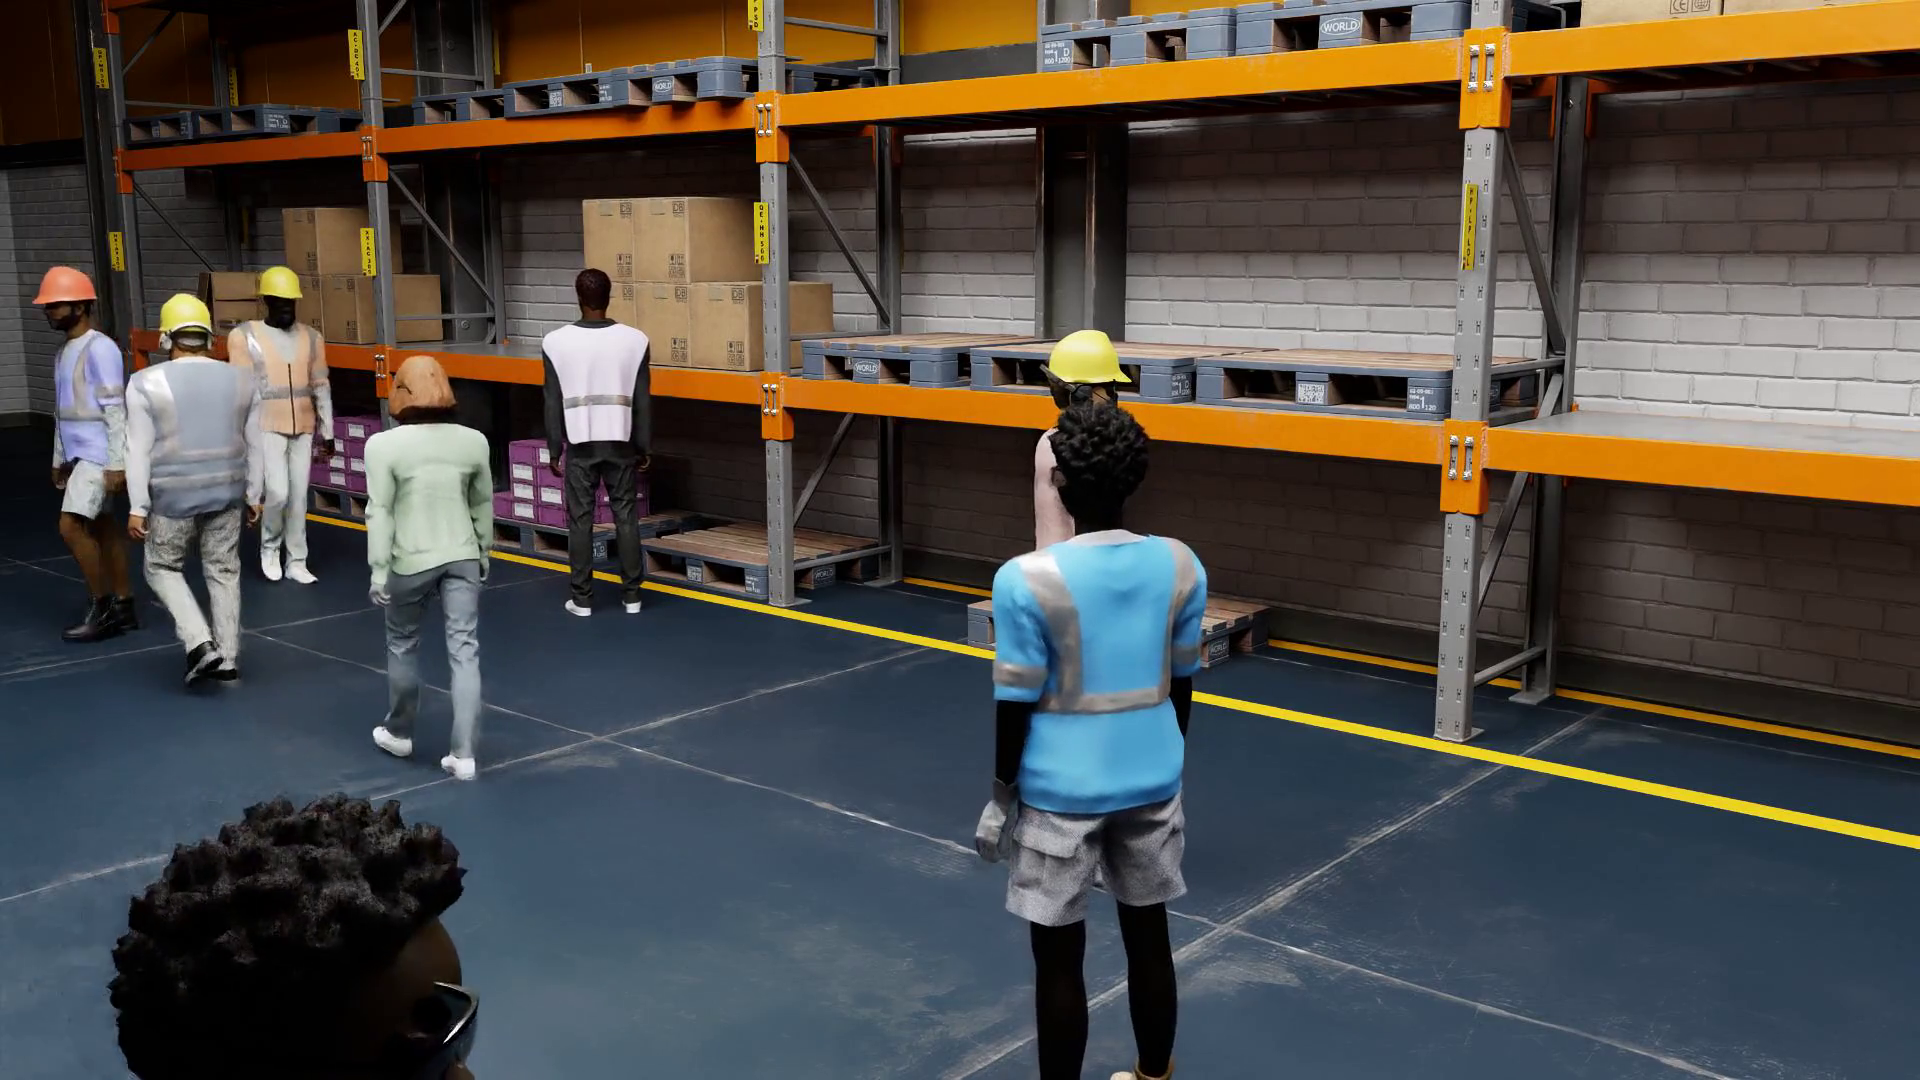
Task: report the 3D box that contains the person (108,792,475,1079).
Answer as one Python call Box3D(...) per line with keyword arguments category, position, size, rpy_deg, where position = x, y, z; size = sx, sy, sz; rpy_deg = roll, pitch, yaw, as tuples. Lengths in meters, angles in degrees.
Box3D(category="person", position=(-0.605, 0.984, 1.250), size=(0.681, 1.673, 0.545), rpy_deg=(1, 10, 7))

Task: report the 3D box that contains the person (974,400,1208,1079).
Box3D(category="person", position=(0.297, 0.542, 3.677), size=(0.537, 1.696, 0.317), rpy_deg=(-5, 11, -28))

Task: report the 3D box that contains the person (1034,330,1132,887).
Box3D(category="person", position=(0.381, 0.218, 5.326), size=(0.311, 1.768, 0.531), rpy_deg=(-2, 10, -12))

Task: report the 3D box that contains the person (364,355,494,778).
Box3D(category="person", position=(-2.089, 0.090, 6.475), size=(0.532, 1.603, 0.748), rpy_deg=(-8, 13, -37))

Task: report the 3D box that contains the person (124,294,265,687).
Box3D(category="person", position=(-3.472, -0.202, 7.561), size=(0.431, 1.817, 0.625), rpy_deg=(9, 14, 43))

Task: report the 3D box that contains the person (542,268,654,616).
Box3D(category="person", position=(-1.981, -0.529, 9.172), size=(0.591, 1.911, 0.379), rpy_deg=(-3, 11, -19))

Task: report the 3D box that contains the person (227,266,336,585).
Box3D(category="person", position=(-4.033, -0.670, 9.947), size=(0.419, 1.911, 0.620), rpy_deg=(8, 13, 39))

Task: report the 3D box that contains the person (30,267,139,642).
Box3D(category="person", position=(-4.553, -0.426, 8.533), size=(0.570, 1.922, 0.575), rpy_deg=(10, 14, 44))
